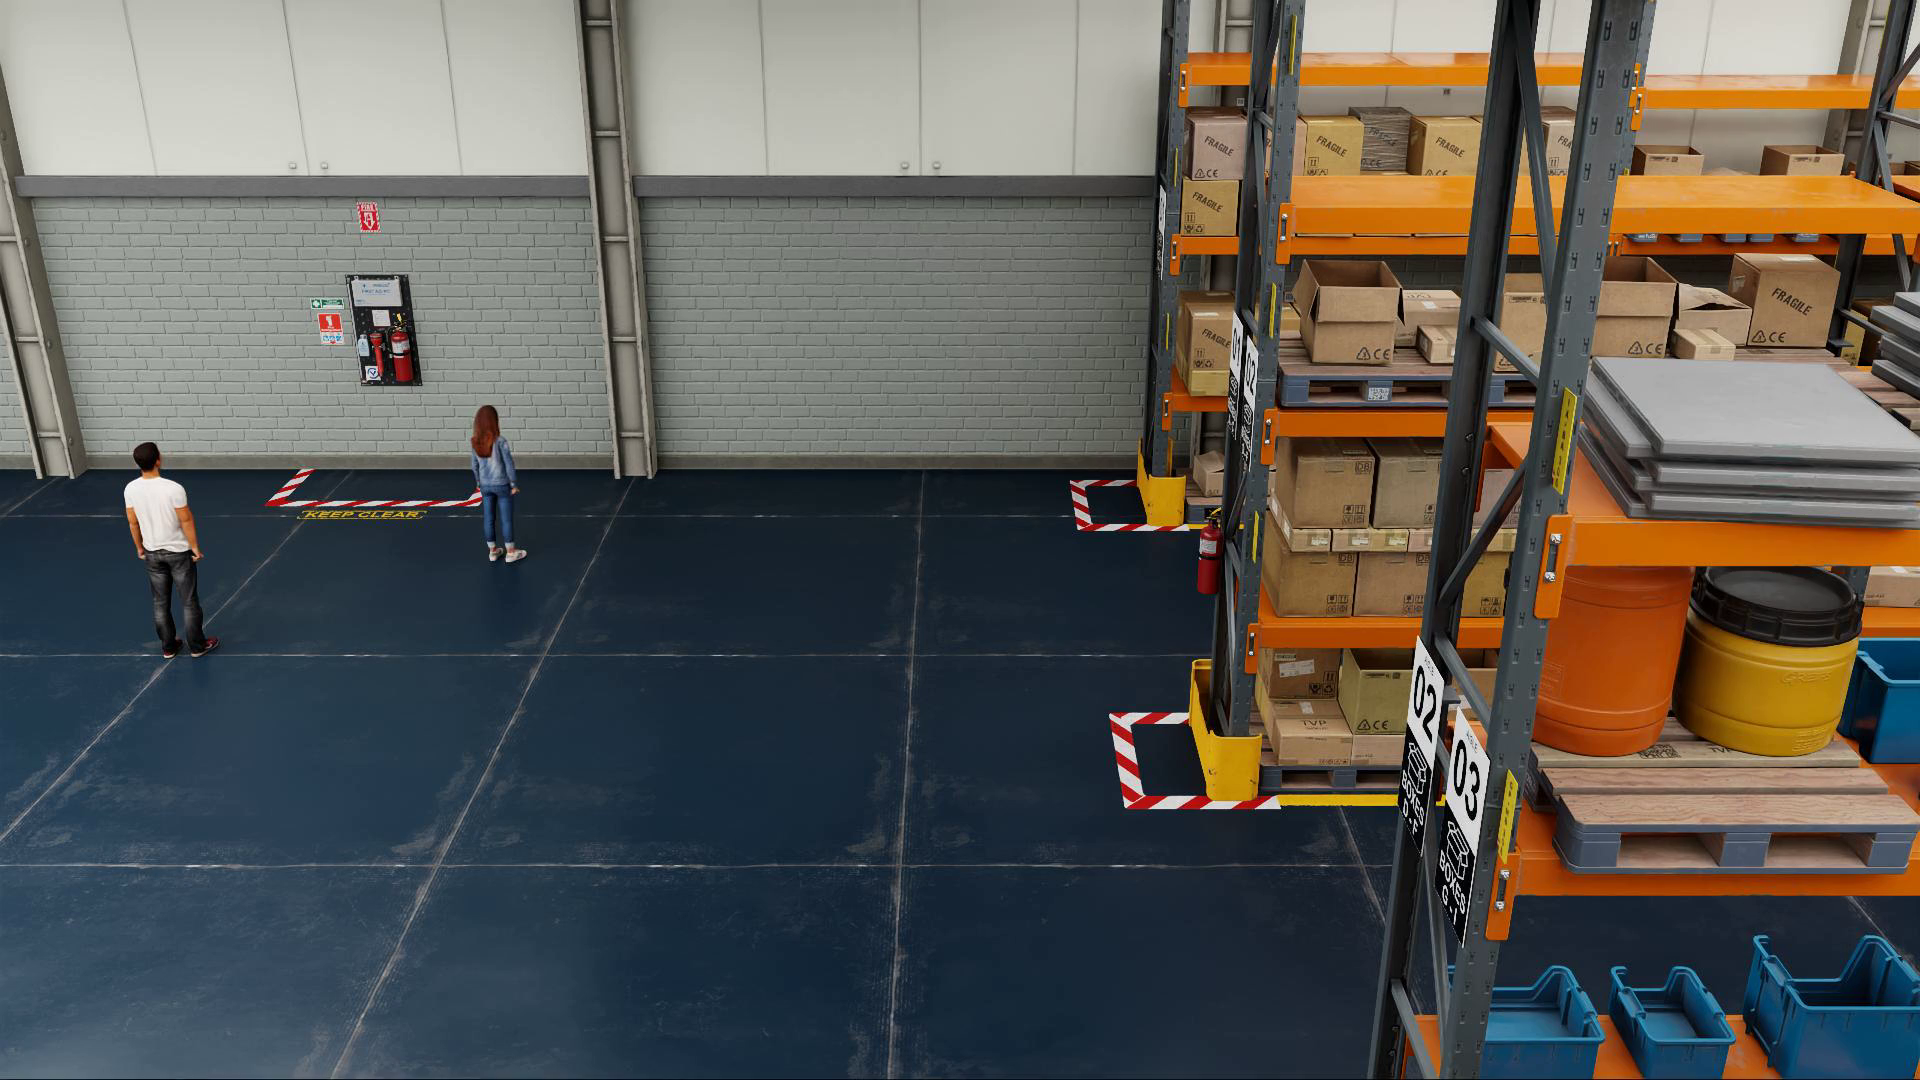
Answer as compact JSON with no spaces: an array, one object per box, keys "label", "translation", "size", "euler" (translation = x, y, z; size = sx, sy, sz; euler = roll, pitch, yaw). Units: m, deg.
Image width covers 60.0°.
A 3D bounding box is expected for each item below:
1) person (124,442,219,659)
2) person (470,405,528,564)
[{"label":"person","translation":[-6.328,0.079,13.254],"size":[0.450,1.803,0.696],"euler":[0,23,0]},{"label":"person","translation":[-4.209,-0.508,15.050],"size":[0.528,1.478,0.676],"euler":[6,24,14]}]
